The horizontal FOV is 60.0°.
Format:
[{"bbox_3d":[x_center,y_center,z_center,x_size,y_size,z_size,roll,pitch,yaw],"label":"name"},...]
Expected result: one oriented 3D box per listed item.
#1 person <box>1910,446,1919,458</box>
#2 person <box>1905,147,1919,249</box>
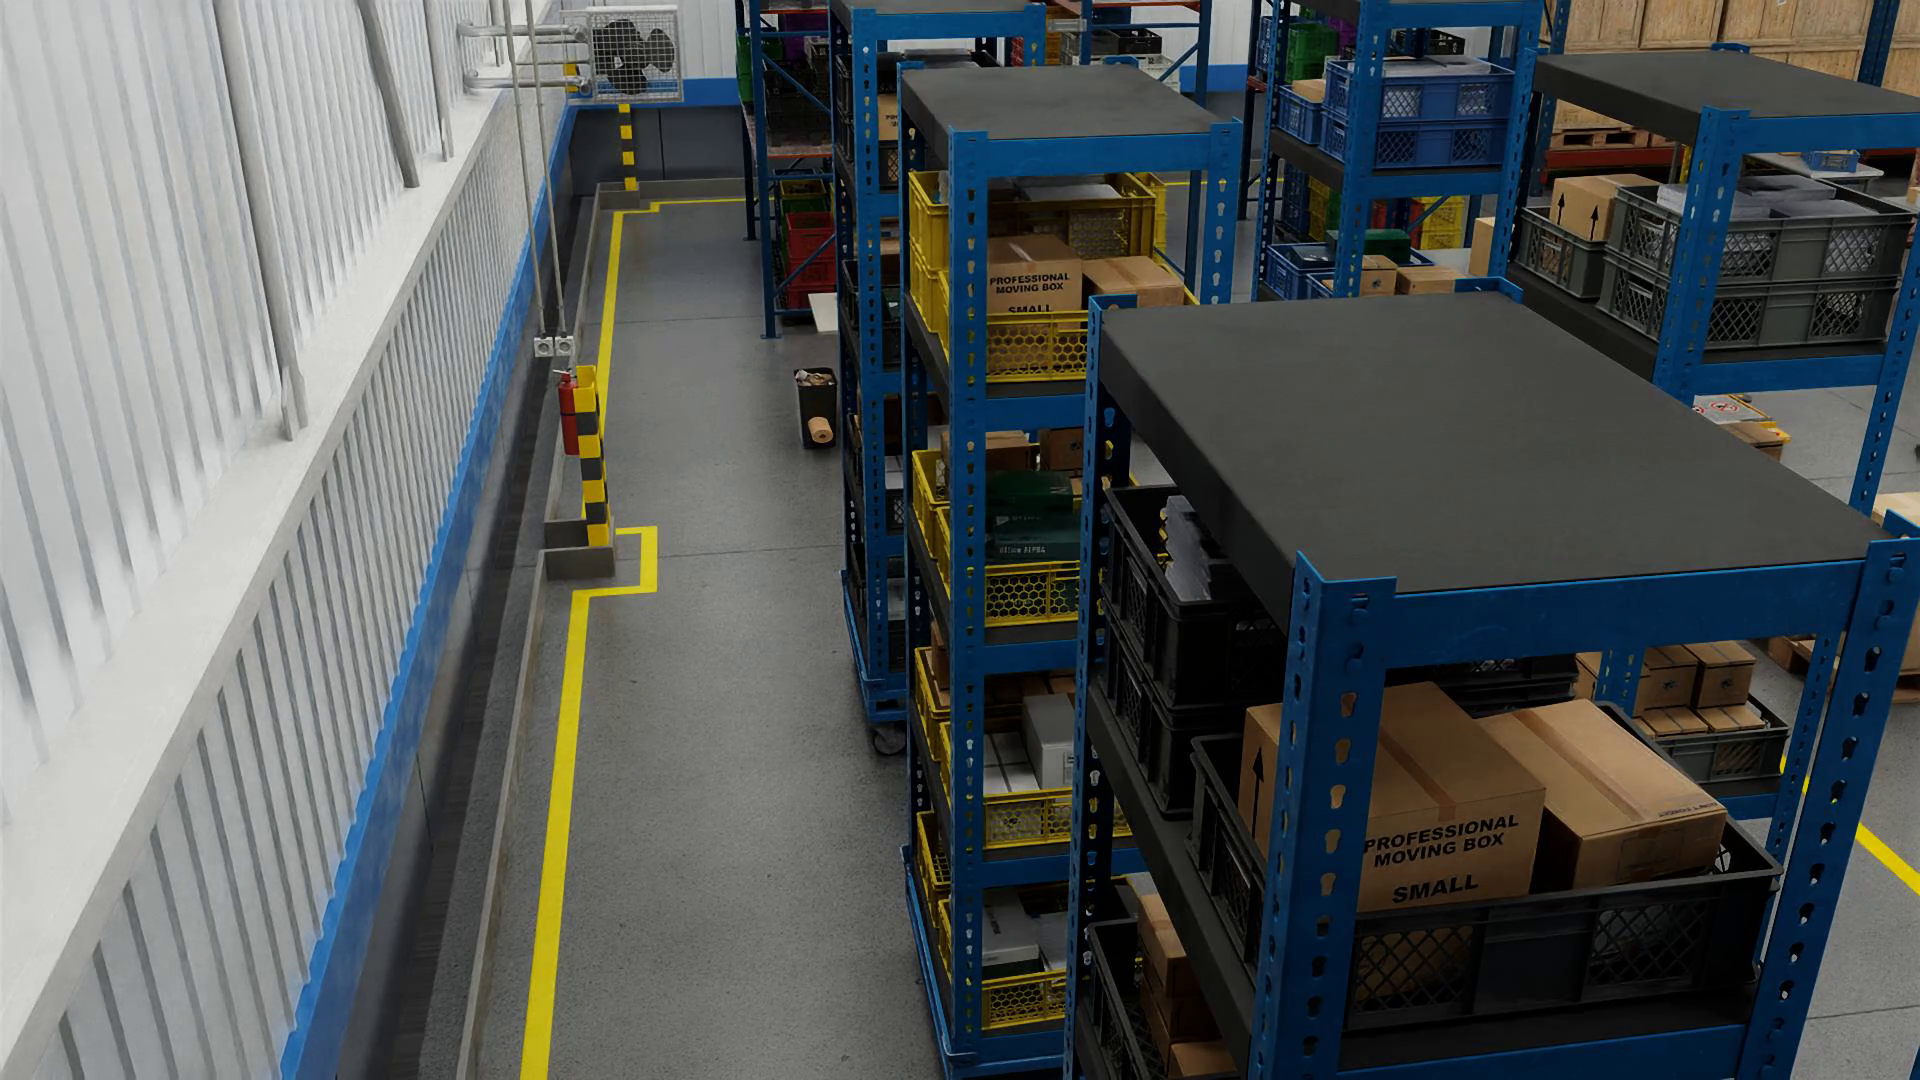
[{"bbox_3d":[7.117,-1.345,11.375,0.782,1.804,0.545,12,27,24],"label":"person"},{"bbox_3d":[9.901,-3.902,16.823,0.401,1.900,0.636,8,26,16],"label":"person"}]
